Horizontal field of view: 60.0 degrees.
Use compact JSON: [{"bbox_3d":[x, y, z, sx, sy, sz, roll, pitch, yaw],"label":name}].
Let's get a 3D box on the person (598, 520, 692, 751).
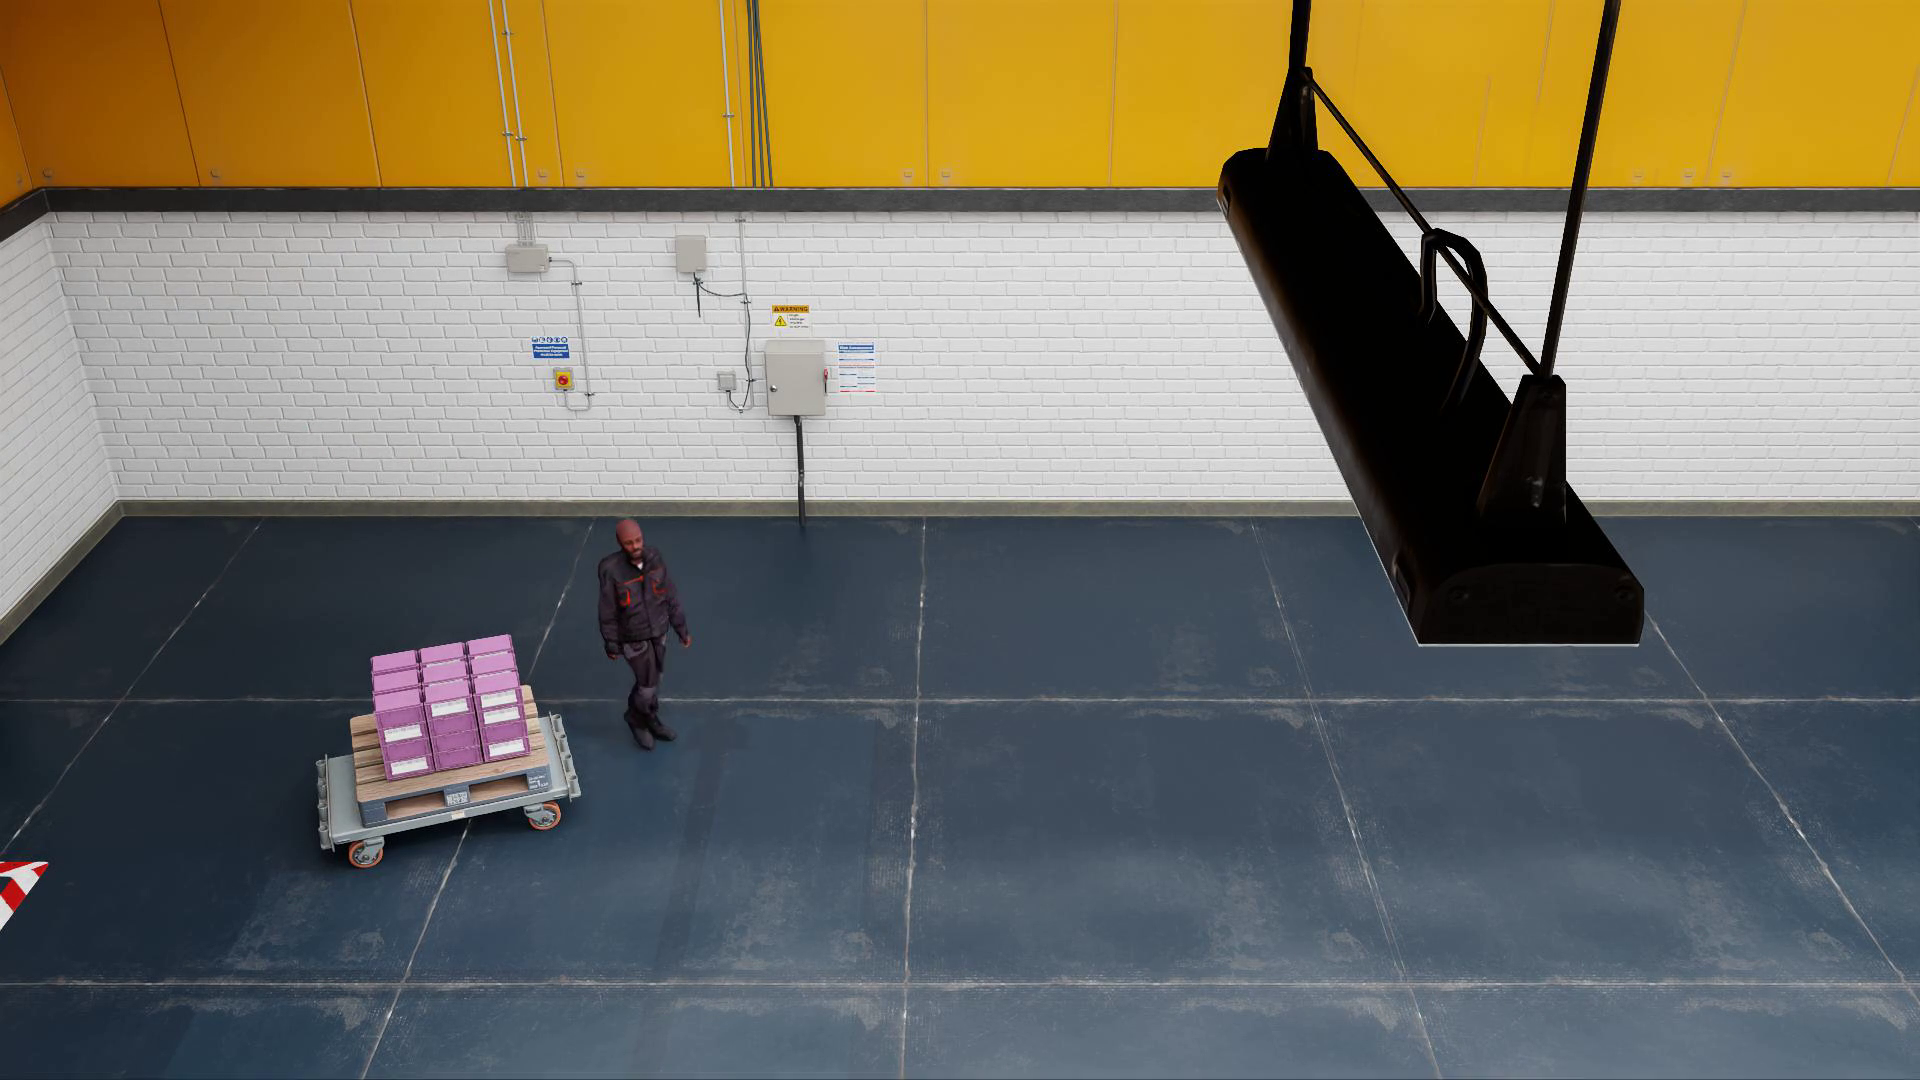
[{"bbox_3d":[-2.313,0.610,11.730,0.897,1.809,0.819,22,35,34],"label":"person"}]
